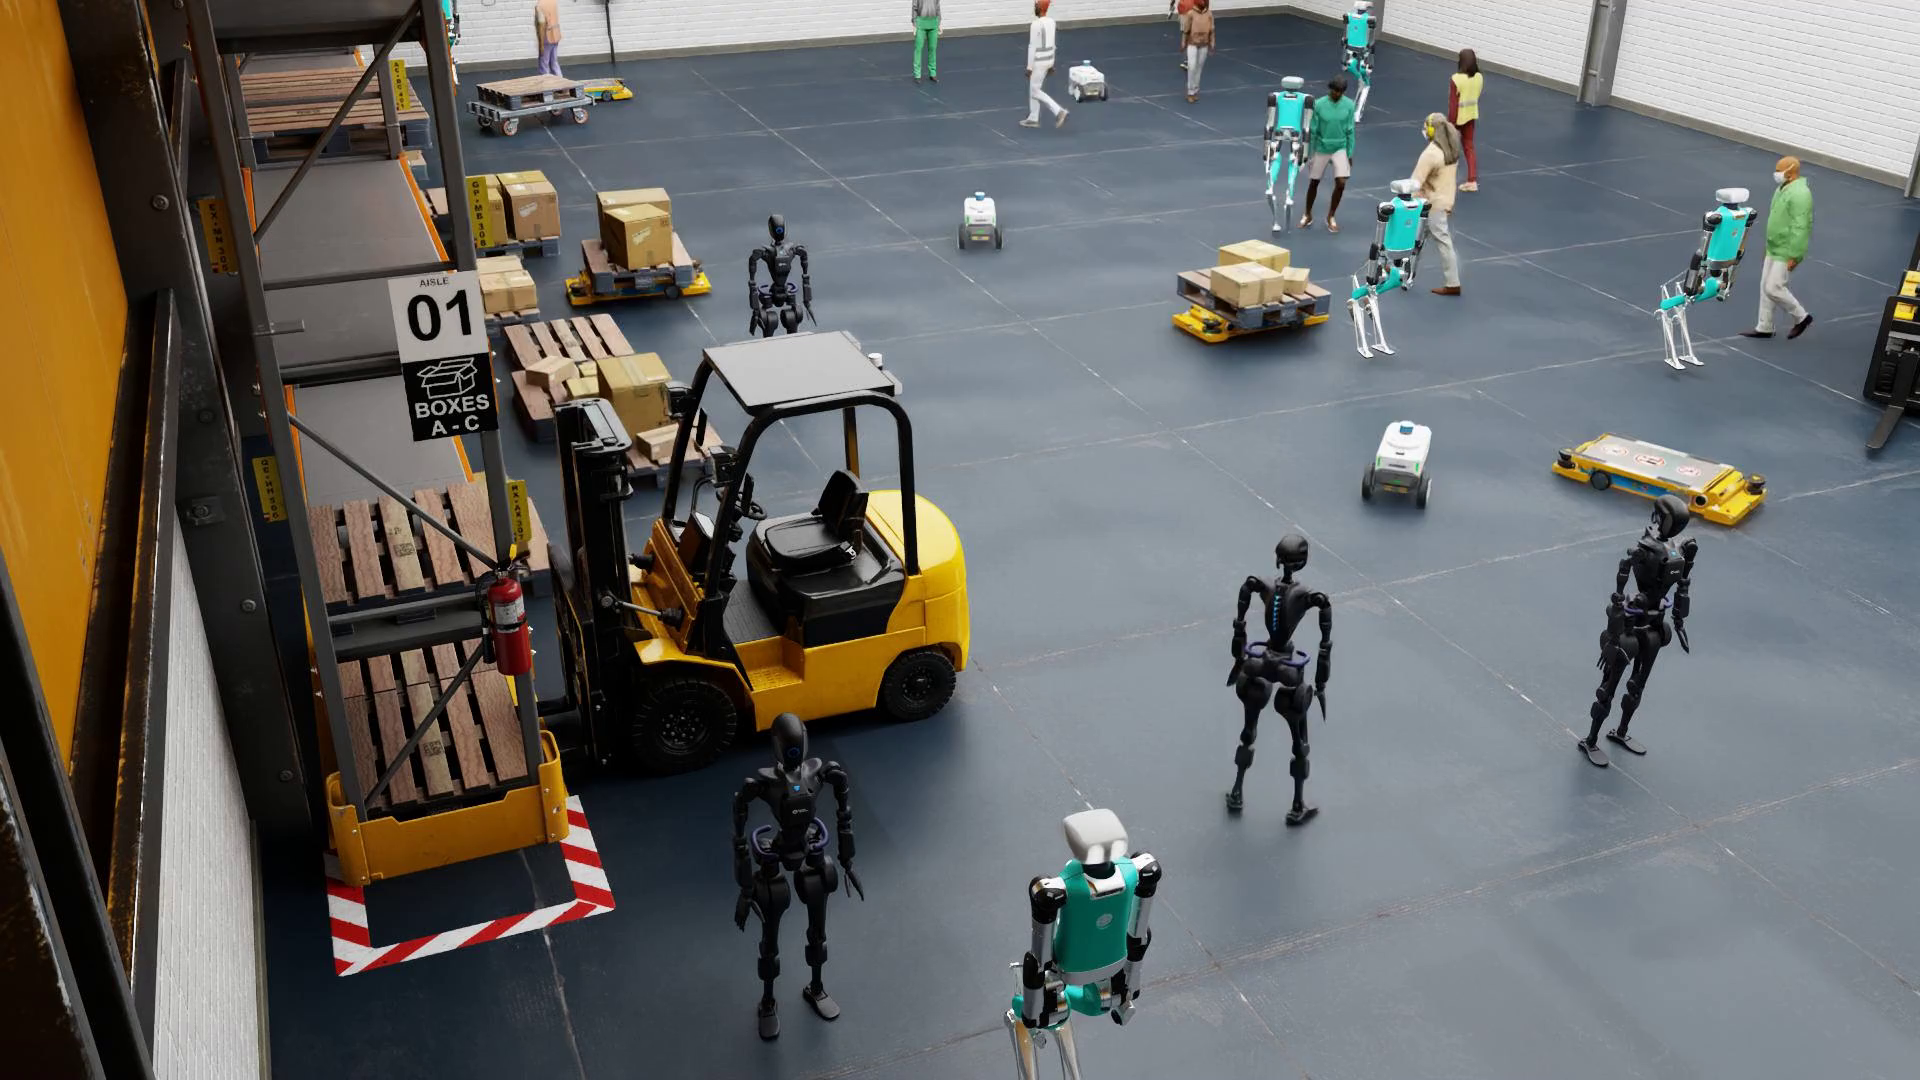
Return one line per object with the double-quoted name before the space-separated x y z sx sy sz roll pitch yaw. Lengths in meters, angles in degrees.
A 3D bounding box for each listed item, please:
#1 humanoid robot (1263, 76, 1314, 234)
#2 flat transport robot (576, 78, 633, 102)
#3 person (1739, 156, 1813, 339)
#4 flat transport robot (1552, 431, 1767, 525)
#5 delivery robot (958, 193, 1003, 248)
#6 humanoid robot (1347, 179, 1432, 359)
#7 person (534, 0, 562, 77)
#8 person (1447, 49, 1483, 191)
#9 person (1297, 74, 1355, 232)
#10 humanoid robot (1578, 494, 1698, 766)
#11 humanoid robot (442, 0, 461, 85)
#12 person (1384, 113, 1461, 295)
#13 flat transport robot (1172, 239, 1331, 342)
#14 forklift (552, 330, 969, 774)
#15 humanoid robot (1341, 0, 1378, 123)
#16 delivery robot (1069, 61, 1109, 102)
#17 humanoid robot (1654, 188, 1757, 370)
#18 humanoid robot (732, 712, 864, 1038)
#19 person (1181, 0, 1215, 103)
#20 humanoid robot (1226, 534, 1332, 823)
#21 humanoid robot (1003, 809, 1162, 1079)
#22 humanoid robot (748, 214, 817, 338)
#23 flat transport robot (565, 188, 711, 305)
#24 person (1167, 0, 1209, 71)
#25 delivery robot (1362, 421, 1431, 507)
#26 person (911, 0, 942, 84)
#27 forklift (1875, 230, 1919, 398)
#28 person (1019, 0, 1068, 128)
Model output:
"humanoid robot" 3.676 -4.315 18.977 0.540 1.792 0.827 9 28 18
"flat transport robot" -5.871 -6.965 25.841 1.431 0.231 0.659 -10 28 -20
"person" 7.870 -2.755 15.814 0.487 1.759 0.561 2 27 4
"flat transport robot" 5.450 -0.501 12.983 1.431 0.231 0.659 23 35 38
"delivery robot" 0.225 -3.641 18.909 0.499 0.593 0.789 0 27 -1
"humanoid robot" 3.850 -2.527 15.230 0.533 1.677 0.735 -10 28 -20
"person" -6.334 -7.611 25.394 0.511 1.828 0.601 6 27 12
"person" 6.297 -5.281 20.875 0.487 1.722 0.928 -10 28 -20
"person" 4.233 -4.449 19.112 0.587 1.813 0.631 2 27 4
"humanoid robot" 3.868 0.500 9.414 0.599 1.654 0.315 -10 28 -20
"humanoid robot" -8.148 -8.022 26.168 0.533 1.671 0.735 -10 28 -20
"person" 4.844 -3.468 17.170 0.999 1.819 0.603 20 33 34
"flat transport robot" 2.873 -2.234 16.430 1.431 0.231 0.659 -13 29 -23
"forklift" -1.094 0.010 9.831 2.313 2.155 1.214 -10 28 -20
"humanoid robot" 5.888 -6.978 24.228 0.607 1.772 0.863 23 35 38
"delivery robot" 1.974 -7.120 25.851 0.499 0.613 0.803 -8 28 -16
"humanoid robot" 6.616 -2.392 14.962 0.533 1.677 0.735 -10 28 -20
"humanoid robot" -0.733 1.486 7.448 0.599 1.657 0.315 -10 28 -20
"person" 3.663 -7.516 25.403 0.504 1.629 0.610 -5 27 -9
"humanoid robot" 1.709 0.742 8.948 0.609 1.637 0.378 14 30 26
"humanoid robot" 0.419 1.726 6.778 0.533 1.671 0.735 -10 28 -20
"humanoid robot" -1.548 -2.012 14.405 0.599 1.657 0.315 -10 28 -20
"flat transport robot" -3.363 -2.696 17.349 1.431 0.231 0.659 -8 28 -15
"person" 3.789 -8.813 27.683 0.620 1.918 0.972 12 29 23
"delivery robot" 3.428 -0.613 12.904 0.499 0.609 0.805 10 28 19
"person" -0.534 -8.303 26.744 0.513 1.851 0.340 -10 28 -19
"forklift" 9.029 -2.397 14.618 1.214 2.155 2.313 18 32 32
"person" 1.204 -6.795 23.734 0.733 1.855 0.573 14 30 26
